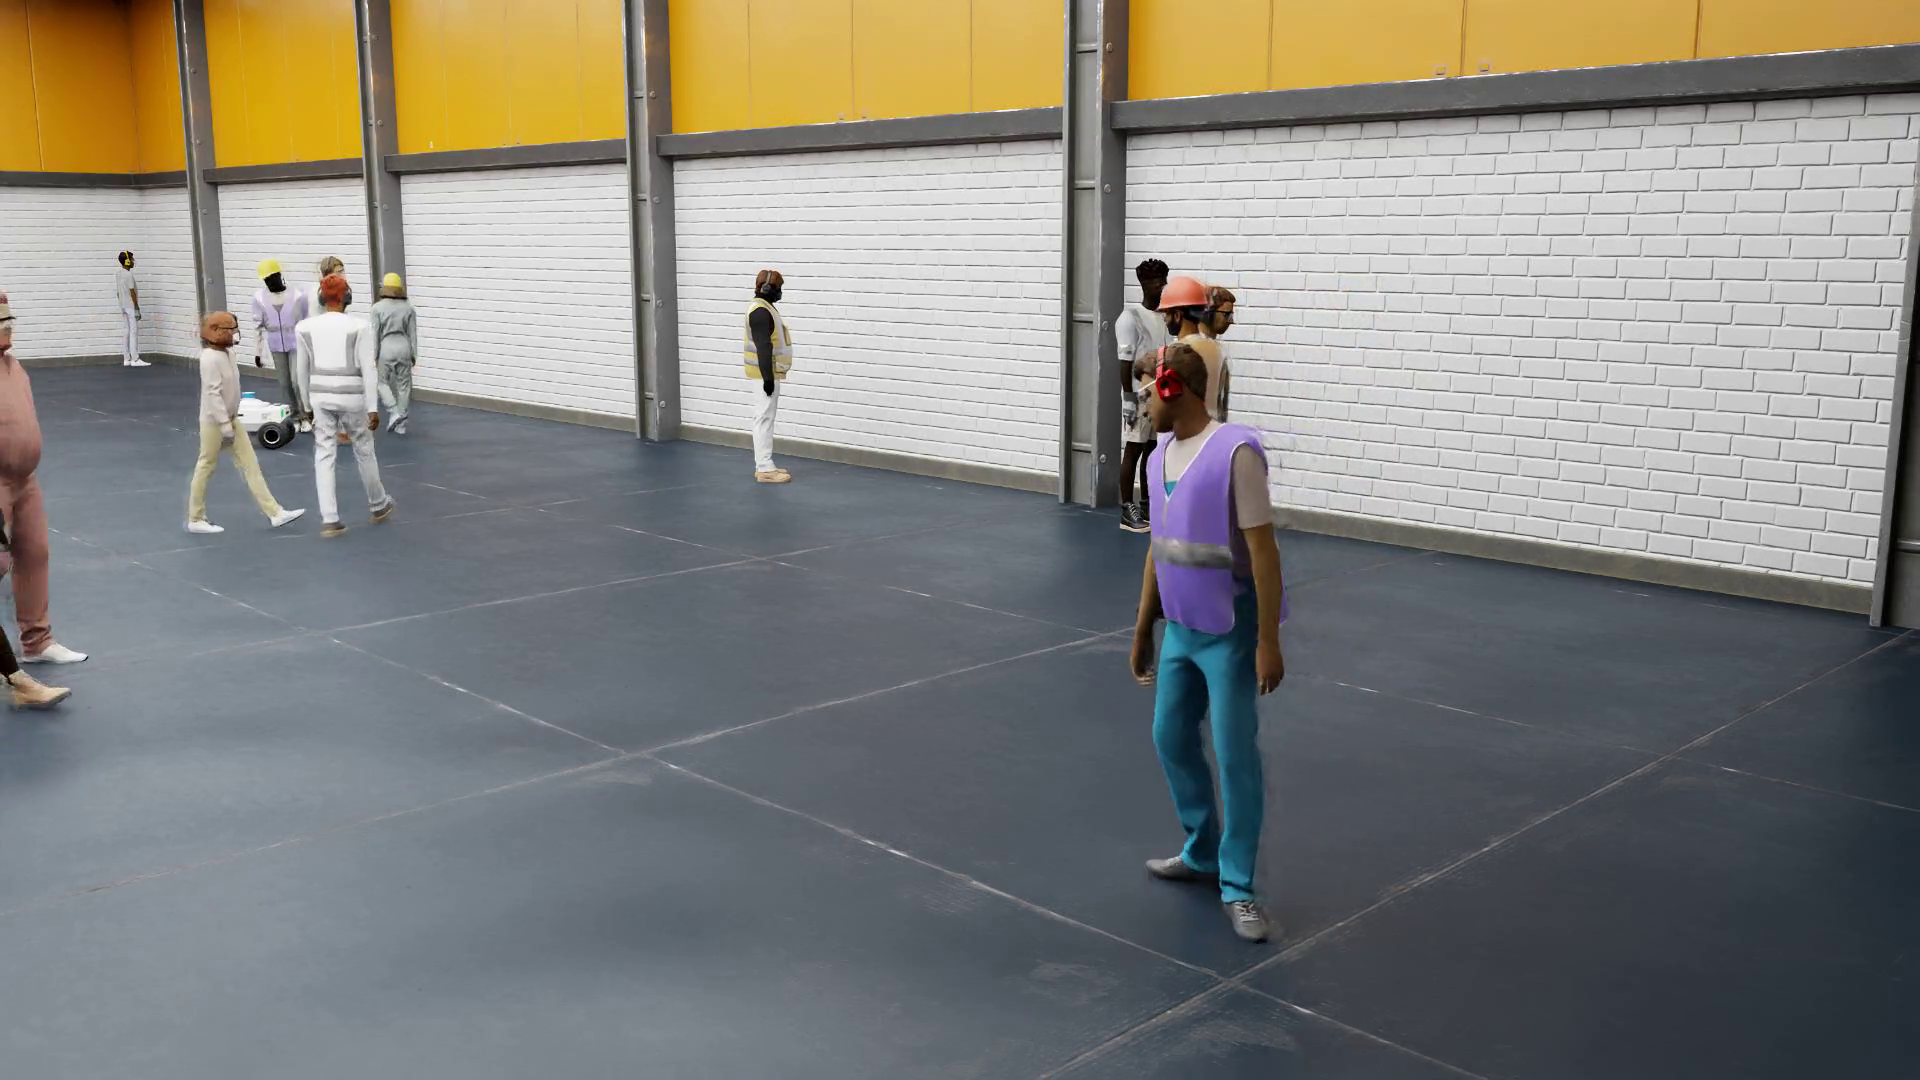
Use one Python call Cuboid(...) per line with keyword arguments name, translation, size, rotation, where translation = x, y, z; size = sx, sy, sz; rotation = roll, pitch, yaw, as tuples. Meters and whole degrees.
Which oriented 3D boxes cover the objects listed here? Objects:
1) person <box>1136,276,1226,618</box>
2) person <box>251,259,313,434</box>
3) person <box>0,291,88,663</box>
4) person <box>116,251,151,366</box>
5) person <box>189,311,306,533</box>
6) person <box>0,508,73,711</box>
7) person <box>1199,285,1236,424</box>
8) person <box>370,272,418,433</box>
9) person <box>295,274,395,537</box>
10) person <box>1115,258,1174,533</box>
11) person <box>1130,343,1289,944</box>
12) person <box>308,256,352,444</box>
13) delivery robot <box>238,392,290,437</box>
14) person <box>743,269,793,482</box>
Cuboid(name="person", translation=(1.286, -0.468, 9.033), size=(0.655, 1.915, 0.544), rotation=(7, 13, 34))
Cuboid(name="person", translation=(-7.220, -2.059, 17.797), size=(0.601, 1.879, 0.599), rotation=(-1, 10, -4))
Cuboid(name="person", translation=(-4.803, -0.278, 8.126), size=(0.754, 1.880, 0.646), rotation=(0, 10, -2))
Cuboid(name="person", translation=(-13.566, -3.777, 27.206), size=(0.513, 1.872, 0.328), rotation=(8, 13, 36))
Cuboid(name="person", translation=(-5.183, -0.833, 11.879), size=(0.840, 1.587, 0.523), rotation=(0, 10, 0))
Cuboid(name="person", translation=(-4.481, -0.042, 7.442), size=(0.861, 1.647, 0.544), rotation=(0, 10, -1))
Cuboid(name="person", translation=(1.452, -0.575, 9.828), size=(0.346, 1.840, 0.505), rotation=(3, 11, 14))
Cuboid(name="person", translation=(-6.068, -1.996, 17.856), size=(0.512, 1.730, 0.387), rotation=(-7, 13, -35))
Cuboid(name="person", translation=(-4.460, -0.988, 12.063), size=(0.601, 1.841, 0.929), rotation=(0, 10, 0))
Cuboid(name="person", translation=(1.368, -1.047, 12.058), size=(0.367, 1.966, 0.603), rotation=(9, 14, 39))
Cuboid(name="person", translation=(0.808, 0.303, 5.157), size=(0.393, 1.806, 0.695), rotation=(-5, 12, -26))
Cuboid(name="person", translation=(-6.269, -1.910, 16.884), size=(0.748, 1.912, 0.653), rotation=(0, 10, 0))
Cuboid(name="delivery robot", translation=(-7.132, -1.243, 16.723), size=(0.707, 0.478, 0.477), rotation=(-2, 11, -11))
Cuboid(name="person", translation=(-1.665, -1.427, 14.488), size=(0.429, 1.838, 0.621), rotation=(-1, 10, -8))
